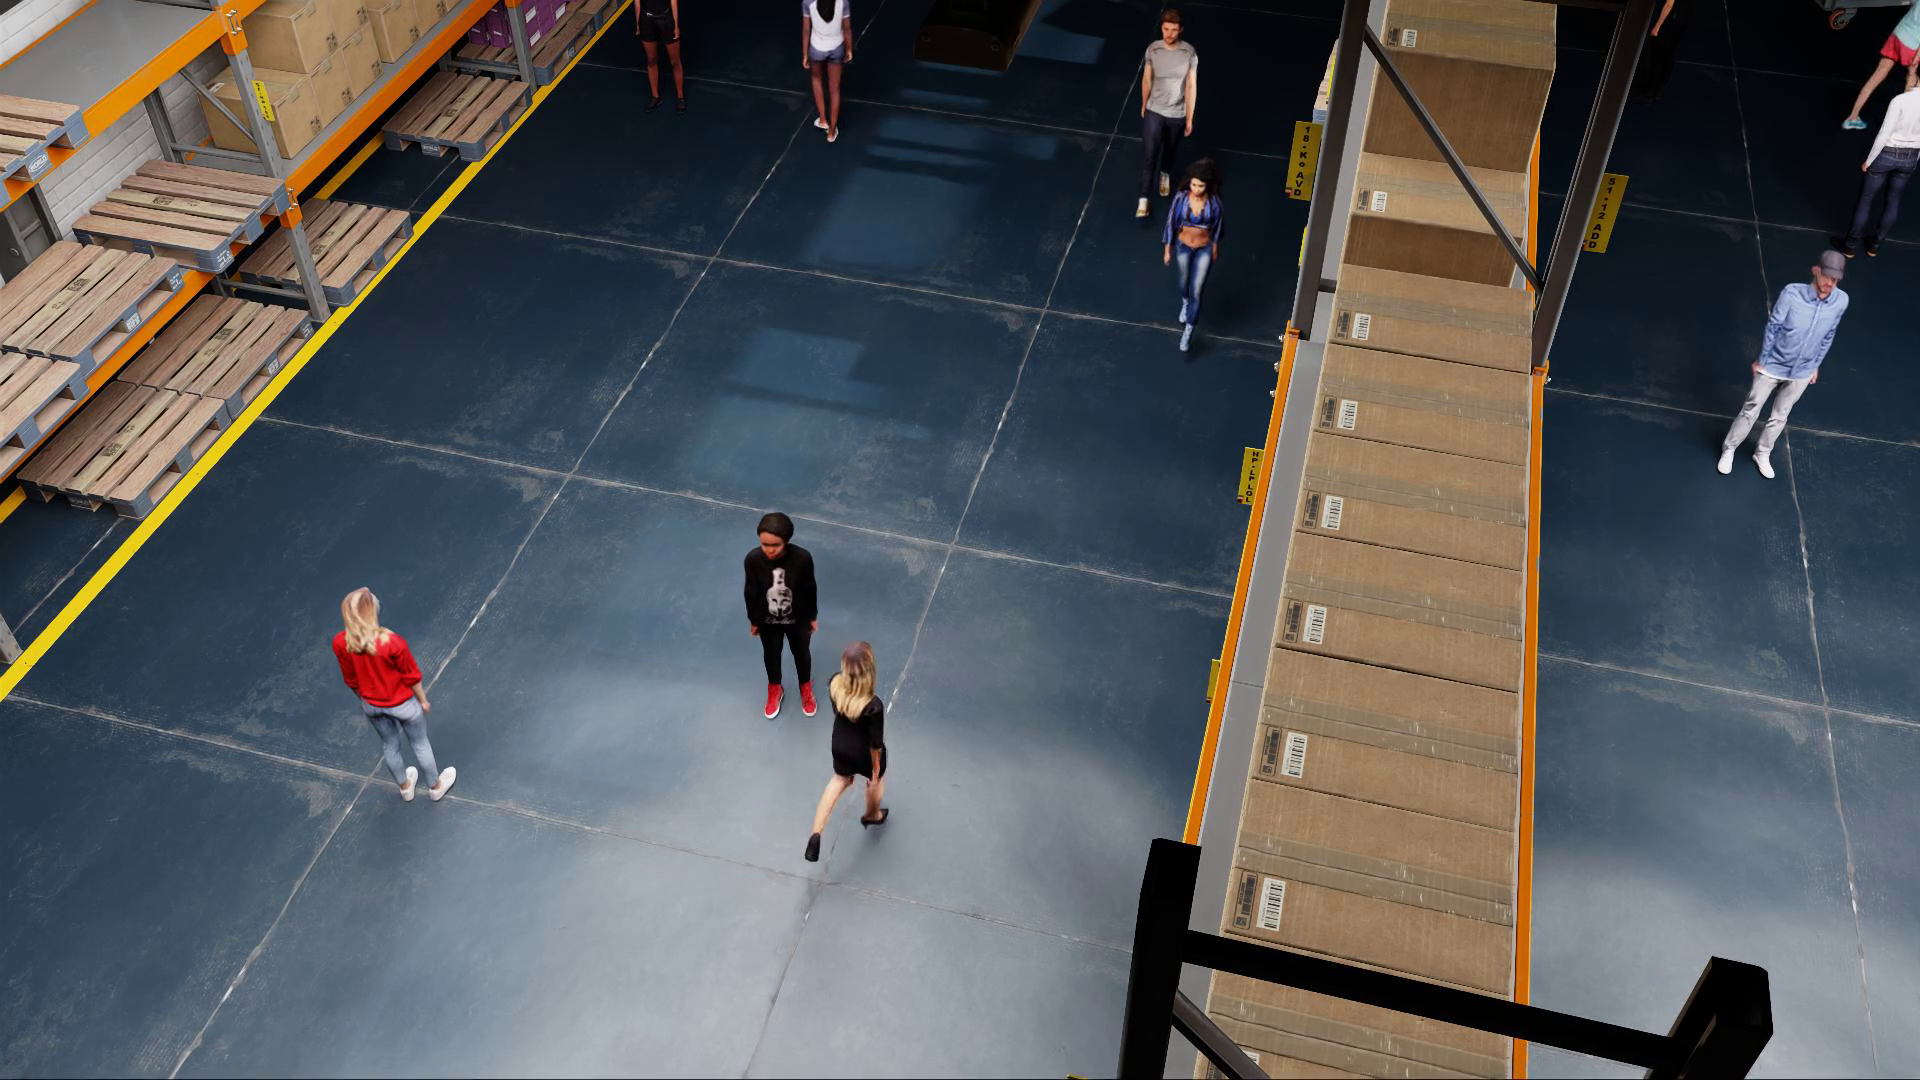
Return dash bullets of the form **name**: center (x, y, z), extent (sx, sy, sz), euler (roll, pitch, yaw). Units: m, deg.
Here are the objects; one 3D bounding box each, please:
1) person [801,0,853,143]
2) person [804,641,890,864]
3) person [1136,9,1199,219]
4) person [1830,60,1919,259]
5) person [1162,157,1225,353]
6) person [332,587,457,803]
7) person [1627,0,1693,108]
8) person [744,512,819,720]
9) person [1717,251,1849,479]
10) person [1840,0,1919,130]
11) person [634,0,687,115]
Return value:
- **person**: center (-1.240, -4.520, 15.587), extent (0.740, 1.712, 0.751), euler (-4, 44, -5)
- **person**: center (-0.638, 1.266, 9.556), extent (0.794, 1.654, 1.006), euler (28, 50, 26)
- **person**: center (1.854, -3.859, 14.792), extent (0.725, 1.852, 1.151), euler (6, 44, 6)
- **person**: center (7.948, -3.248, 14.139), extent (0.664, 1.867, 0.651), euler (2, 44, 2)
- **person**: center (1.897, -2.381, 13.430), extent (0.661, 1.589, 0.955), euler (12, 45, 12)
- **person**: center (-3.376, 0.948, 9.851), extent (0.651, 1.707, 0.571), euler (3, 44, 3)
- **person**: center (6.914, -5.040, 16.149), extent (0.661, 1.689, 0.744), euler (-30, 51, -27)
- **person**: center (-1.101, 0.461, 10.386), extent (0.654, 1.674, 0.611), euler (-2, 44, -2)
- **person**: center (5.998, -1.281, 12.060), extent (0.668, 1.888, 0.598), euler (6, 44, 6)
- **person**: center (8.891, -4.654, 15.724), extent (1.038, 1.717, 1.119), euler (-9, 44, -10)
- **person**: center (-2.902, -4.958, 16.024), extent (0.621, 1.743, 0.555), euler (5, 44, 6)
